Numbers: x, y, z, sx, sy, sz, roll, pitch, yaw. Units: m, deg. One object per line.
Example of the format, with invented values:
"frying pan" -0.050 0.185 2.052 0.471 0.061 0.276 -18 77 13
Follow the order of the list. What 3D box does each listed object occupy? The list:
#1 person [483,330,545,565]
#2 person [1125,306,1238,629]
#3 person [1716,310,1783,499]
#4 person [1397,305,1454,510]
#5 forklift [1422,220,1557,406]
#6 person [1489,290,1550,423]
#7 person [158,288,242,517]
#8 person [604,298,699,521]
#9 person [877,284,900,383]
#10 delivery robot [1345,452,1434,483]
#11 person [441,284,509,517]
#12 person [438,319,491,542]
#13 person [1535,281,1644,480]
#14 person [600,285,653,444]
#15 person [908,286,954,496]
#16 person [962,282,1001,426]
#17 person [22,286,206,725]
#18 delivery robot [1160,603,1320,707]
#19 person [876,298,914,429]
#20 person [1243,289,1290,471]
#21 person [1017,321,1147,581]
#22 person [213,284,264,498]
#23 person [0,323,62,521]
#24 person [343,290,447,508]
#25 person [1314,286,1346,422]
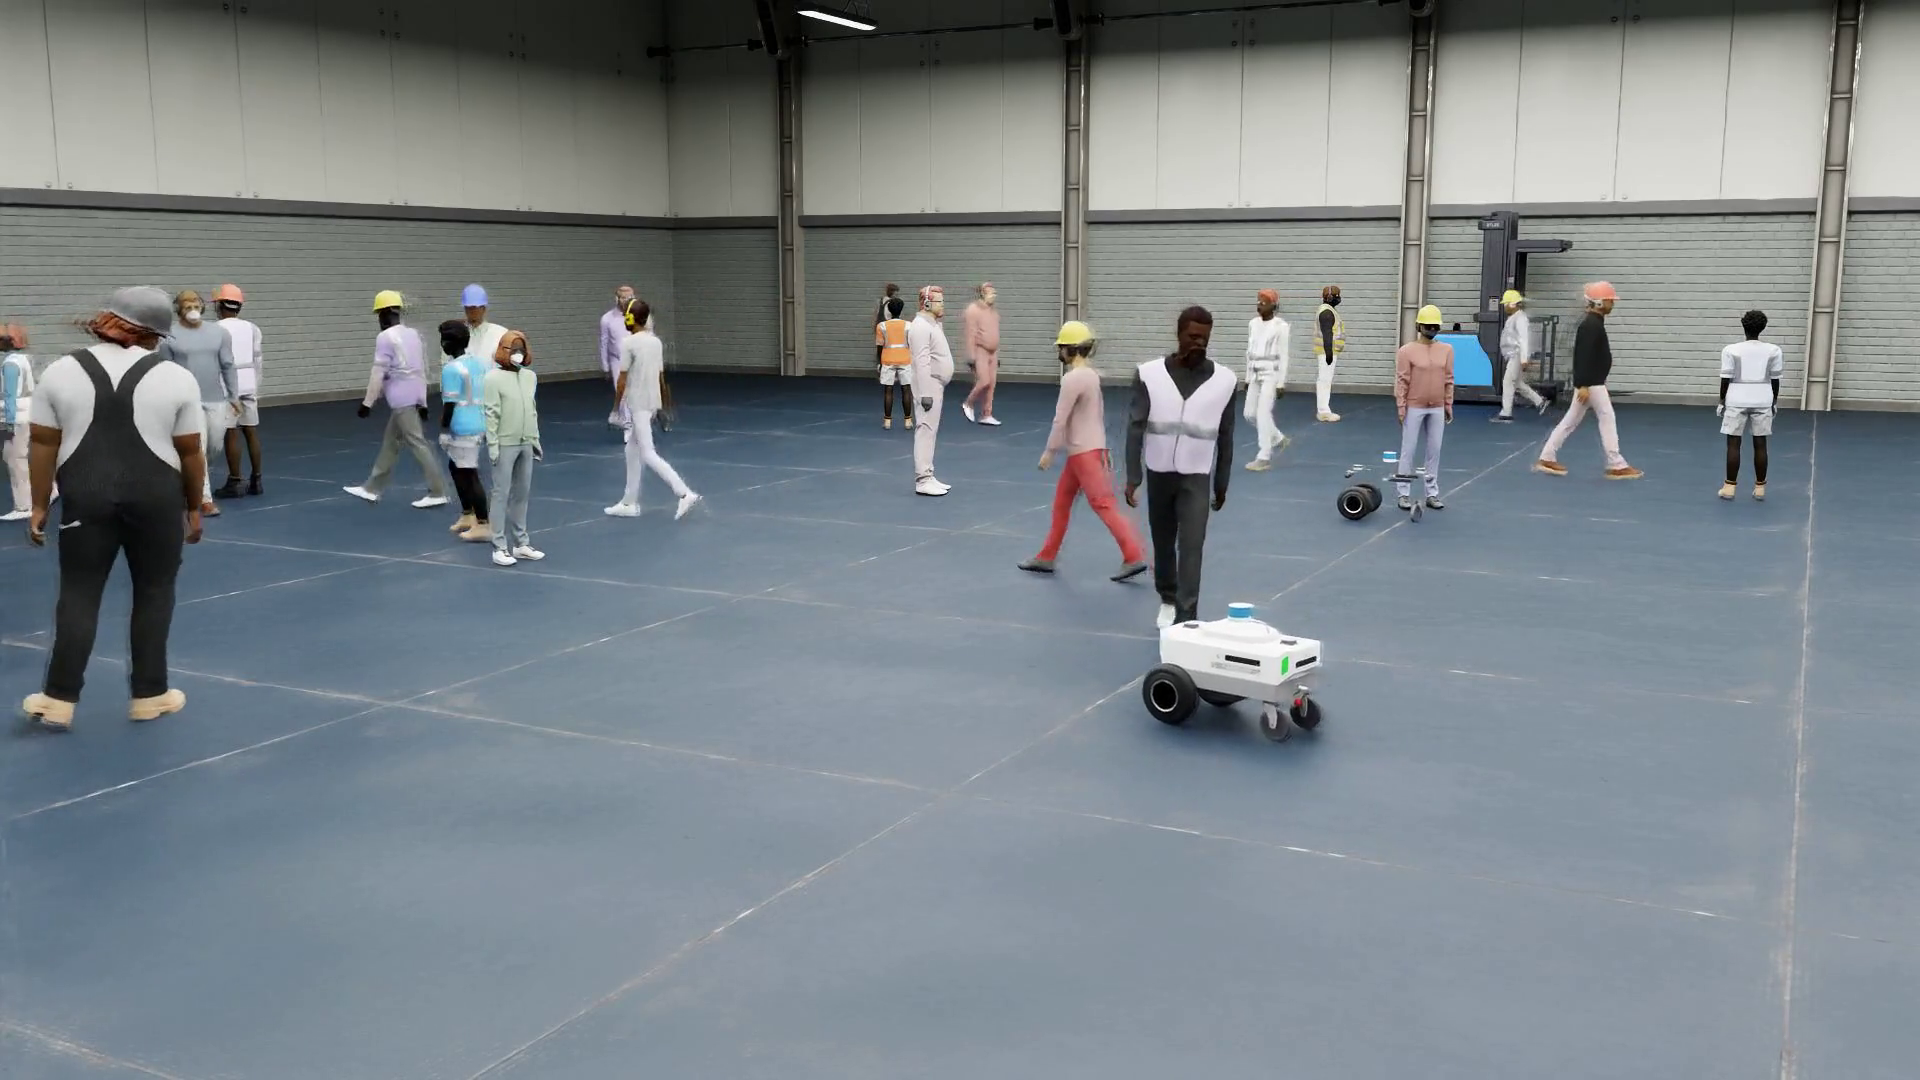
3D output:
"person" -3.134 -0.655 11.710 0.283 1.631 0.503 5 10 28
"person" 1.225 -0.359 9.216 0.597 1.856 1.059 1 9 8
"person" 7.085 -1.213 14.956 0.541 1.695 0.316 1 9 8
"person" 4.009 -1.141 14.333 0.517 1.757 0.336 -2 9 -12
"forklift" 8.245 -3.527 25.720 1.873 2.768 1.129 5 10 27
"person" 7.611 -2.484 22.485 0.727 1.800 0.627 2 9 11
"person" -6.512 -1.190 14.184 0.630 1.910 0.883 -9 13 -44
"person" -2.568 -1.084 13.772 0.914 1.832 0.519 3 10 20
"person" -1.344 -3.790 30.567 0.338 1.801 0.650 -7 12 -37
"delivery robot" 3.573 -0.617 13.836 0.698 0.223 0.335 5 10 26
"person" -4.073 -1.184 14.085 0.610 1.958 0.510 -2 9 -12
"person" -3.820 -0.829 12.625 0.562 1.673 0.547 1 9 7
"person" 6.252 -1.585 16.503 1.016 1.947 0.633 3 10 18
"person" -4.016 -2.137 20.108 0.644 1.880 0.881 -3 10 -19
"person" -0.261 -1.377 15.323 0.408 1.908 0.643 1 9 5
"person" 0.327 -2.457 22.005 0.451 1.889 0.660 7 11 36
"person" -3.885 -0.180 7.658 0.804 2.000 0.571 -3 10 -17
"delivery robot" 1.268 0.529 7.564 0.707 0.478 0.477 8 12 41
"person" -0.825 -2.288 21.584 0.532 1.697 0.319 0 9 -1
"person" 3.201 -1.661 17.218 0.549 1.859 0.595 -5 10 -28
"person" 0.850 -0.598 11.109 0.932 1.719 0.526 3 10 18
"person" -6.604 -1.347 15.140 0.392 1.916 0.580 5 11 30
"person" -7.728 -0.969 13.677 0.395 1.626 0.517 -4 10 -23
"person" -4.922 -1.209 14.386 0.978 1.864 0.580 1 9 3
"person" 5.083 -2.571 22.891 0.429 1.844 0.623 2 9 10
